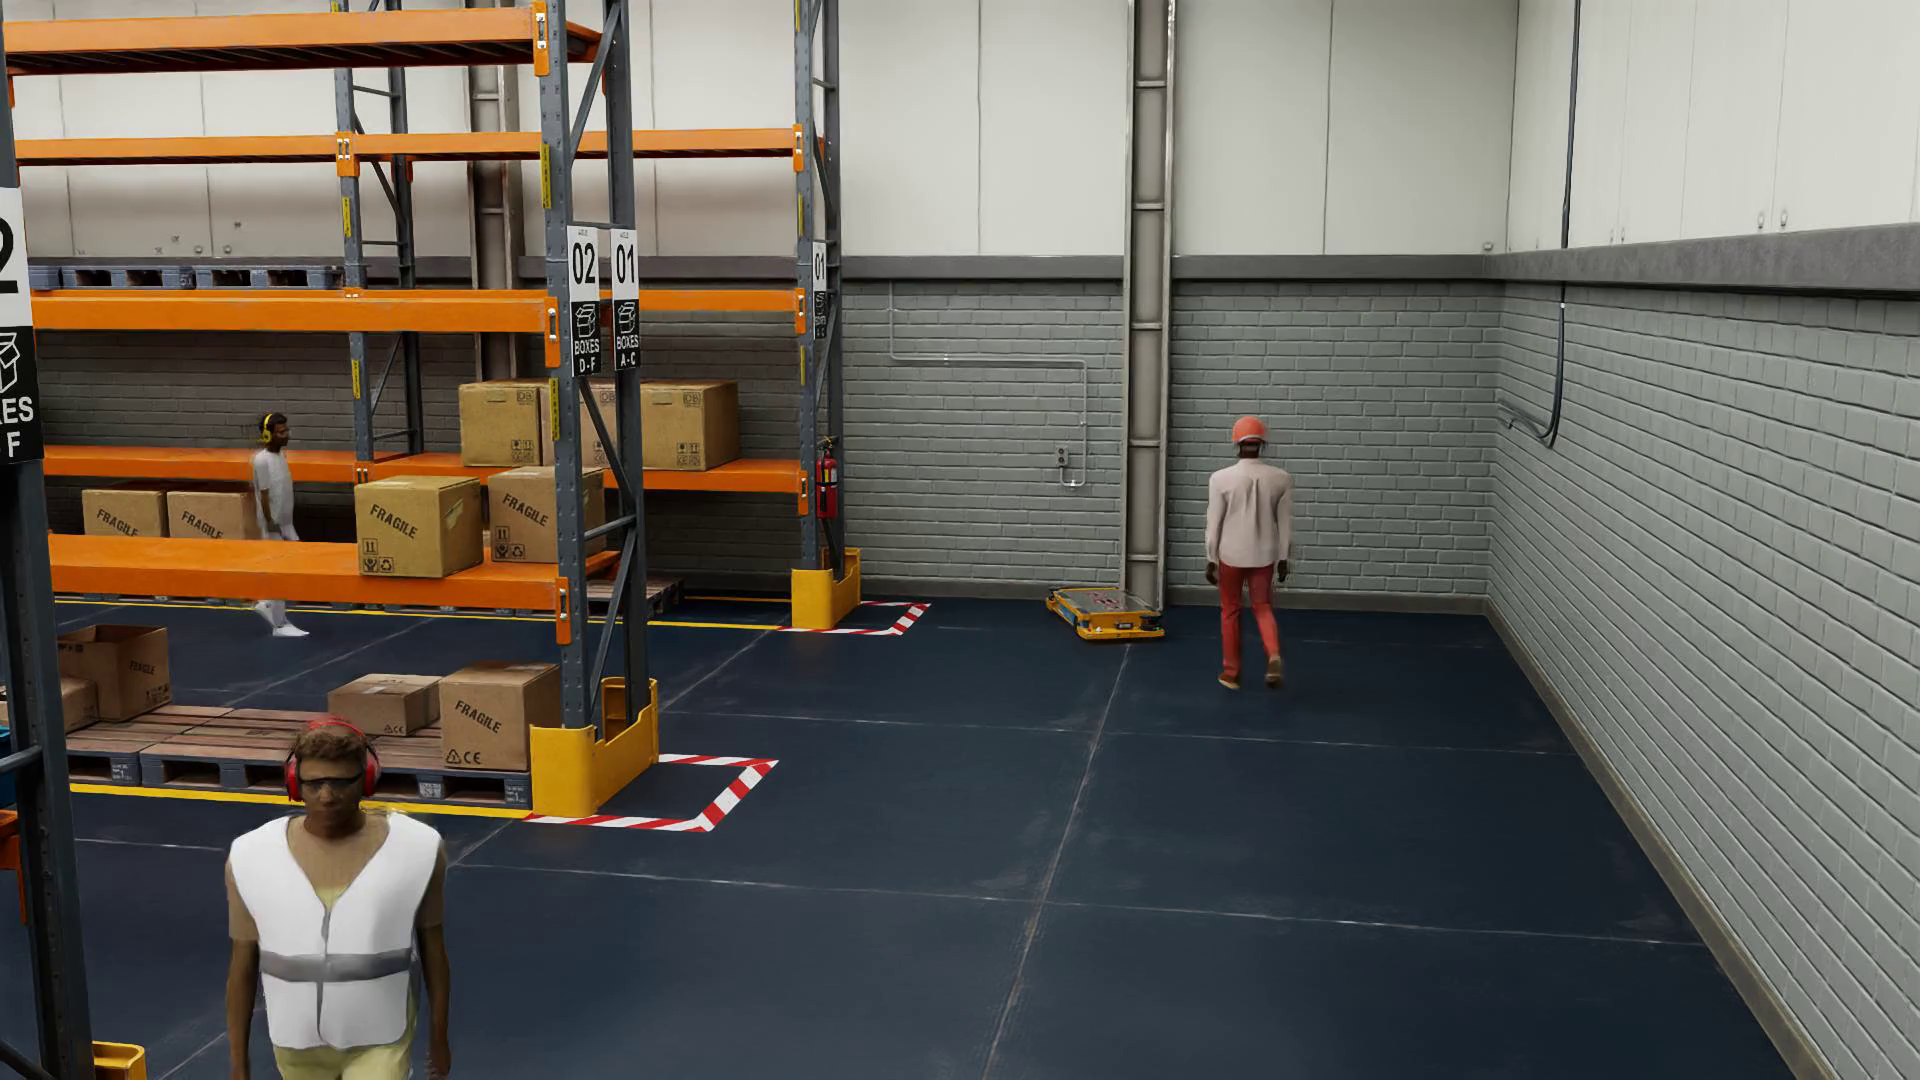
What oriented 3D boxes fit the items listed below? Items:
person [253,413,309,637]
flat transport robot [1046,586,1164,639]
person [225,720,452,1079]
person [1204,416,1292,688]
[{"bbox_3d":[-5.555,-0.110,13.540,0.432,1.856,0.520,1,9,6],"label":"person"},{"bbox_3d":[1.206,0.596,14.059,0.652,0.197,1.431,-2,9,-10],"label":"flat transport robot"},{"bbox_3d":[-1.702,1.357,4.618,0.579,1.815,0.953,-1,9,-9],"label":"person"},{"bbox_3d":[2.049,0.116,11.778,0.621,1.979,0.621,-2,9,-9],"label":"person"}]
